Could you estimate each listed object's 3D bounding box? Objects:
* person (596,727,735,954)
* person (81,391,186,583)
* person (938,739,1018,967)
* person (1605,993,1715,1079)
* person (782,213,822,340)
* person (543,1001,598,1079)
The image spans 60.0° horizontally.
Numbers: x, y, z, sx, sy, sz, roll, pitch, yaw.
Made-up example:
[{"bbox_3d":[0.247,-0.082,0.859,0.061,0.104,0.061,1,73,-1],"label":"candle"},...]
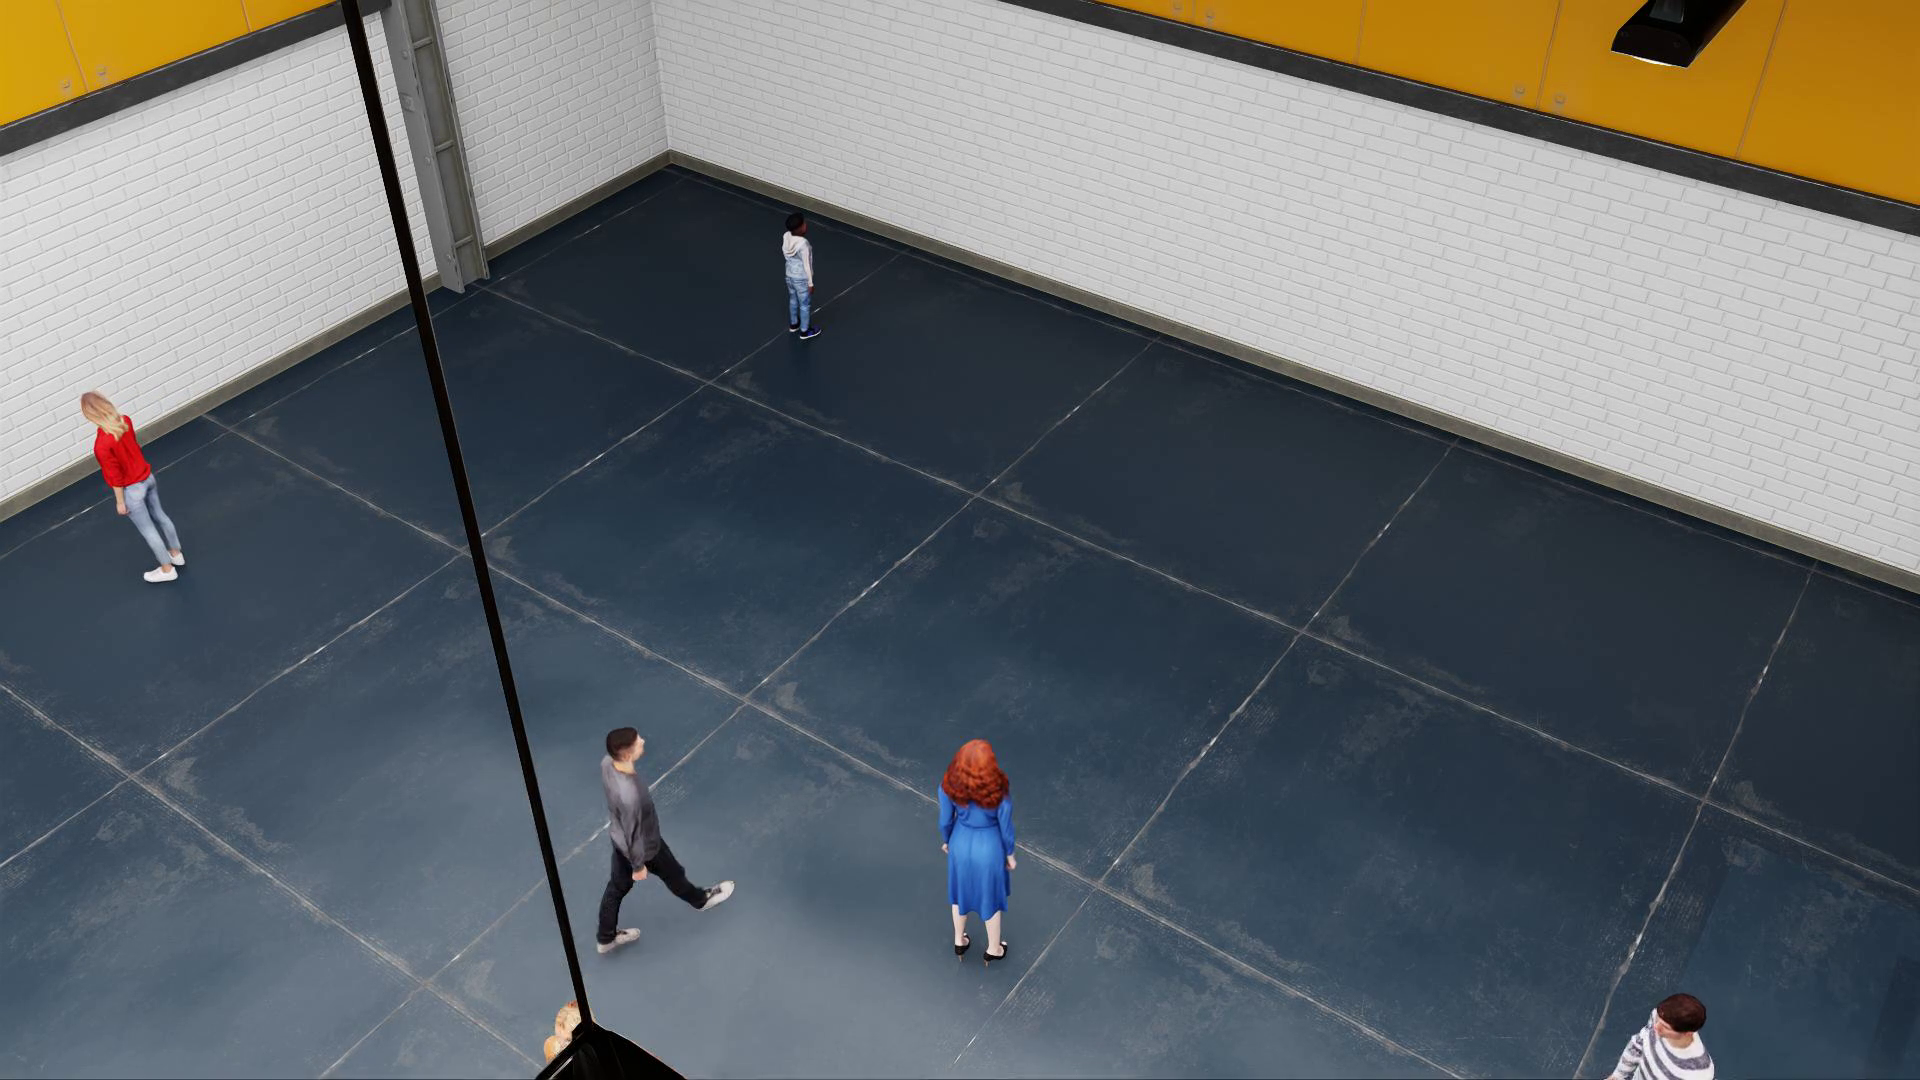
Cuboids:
[{"bbox_3d":[-1.992,1.819,9.860,1.226,1.713,0.928,-22,44,-25],"label":"person"},{"bbox_3d":[-6.287,-0.413,12.661,0.746,1.706,0.626,2,39,3],"label":"person"},{"bbox_3d":[0.095,1.851,9.728,0.673,1.828,0.655,13,40,16],"label":"person"},{"bbox_3d":[3.645,2.873,8.455,0.855,1.819,0.780,-1,39,-1],"label":"person"},{"bbox_3d":[-1.518,-2.497,15.628,0.536,1.258,0.508,-30,48,-32],"label":"person"},{"bbox_3d":[-1.768,2.853,8.505,0.775,1.788,0.897,13,40,15],"label":"person"}]
